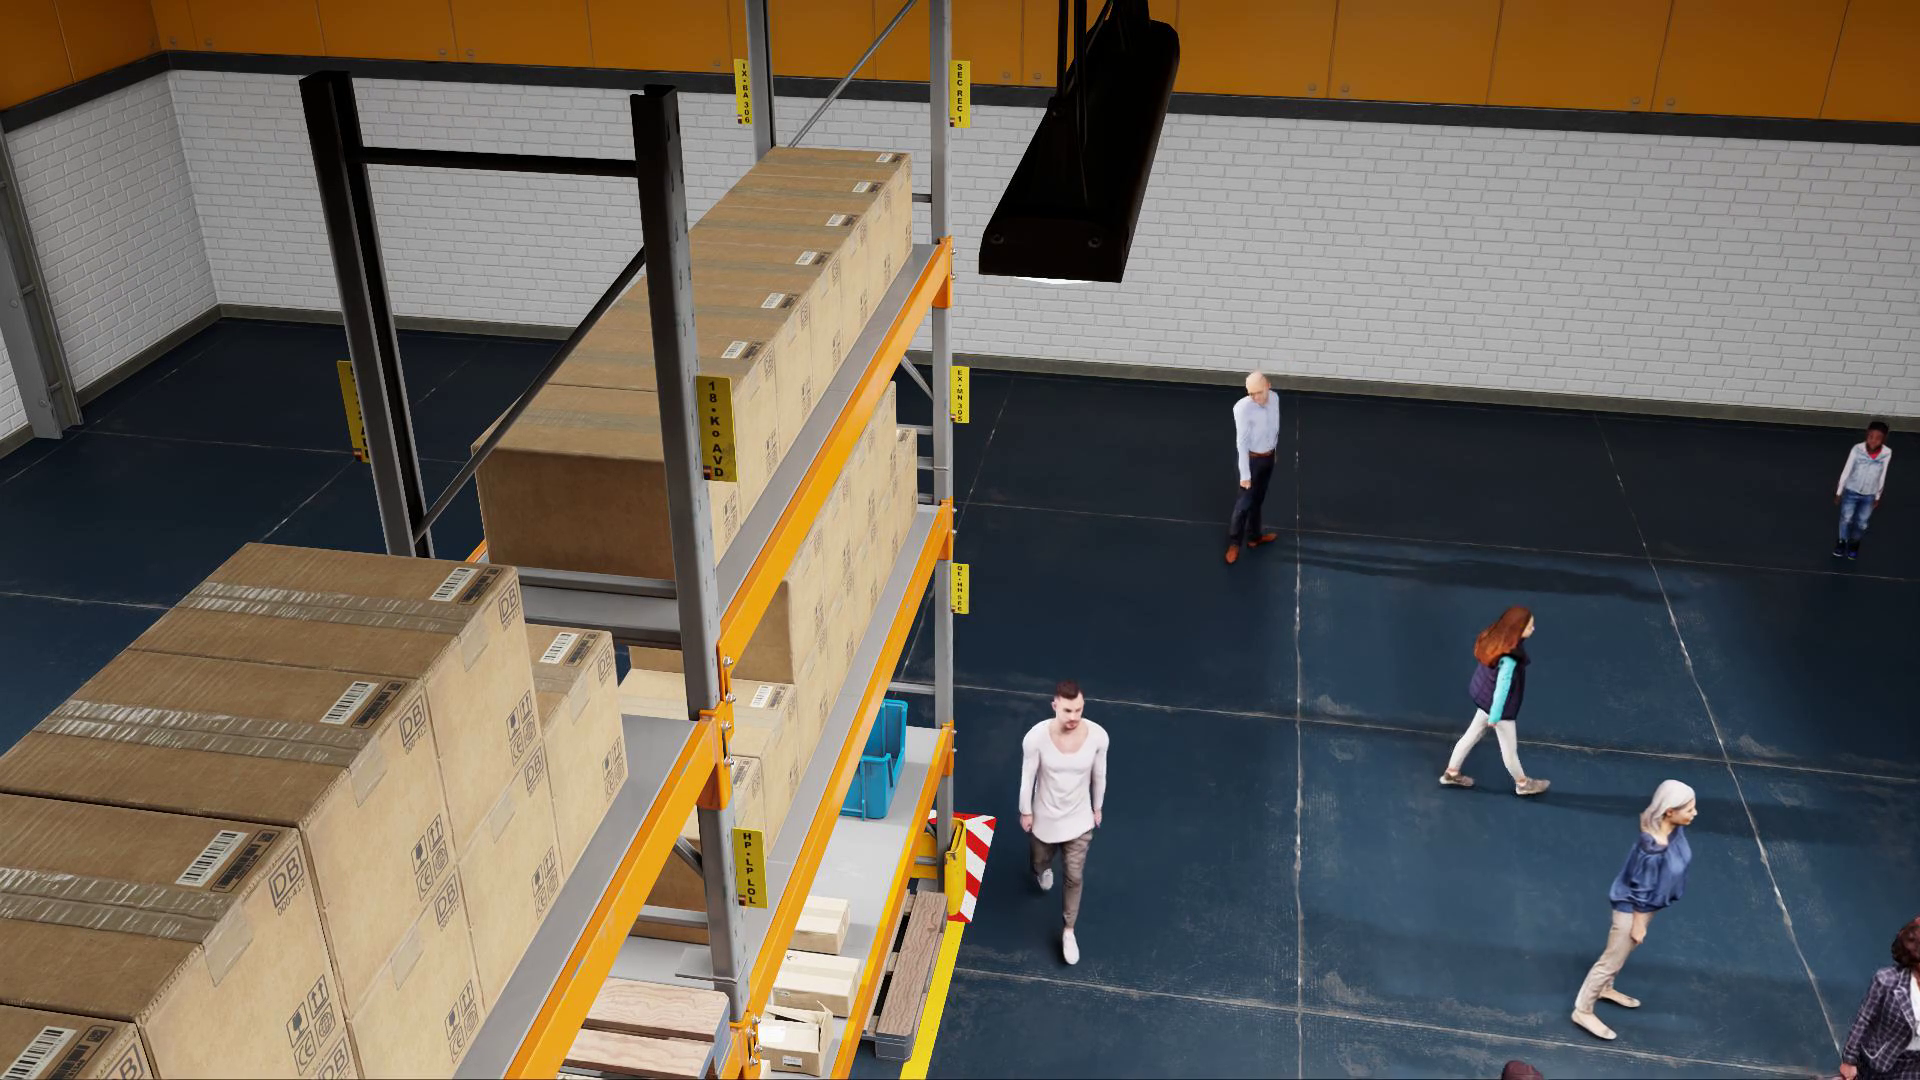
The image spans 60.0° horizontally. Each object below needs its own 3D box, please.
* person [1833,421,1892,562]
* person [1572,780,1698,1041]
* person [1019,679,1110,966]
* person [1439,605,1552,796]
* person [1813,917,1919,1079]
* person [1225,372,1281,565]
[{"bbox_3d":[7.703,-0.450,14.195,0.575,1.248,0.609,16,33,27],"label":"person"},{"bbox_3d":[3.743,2.018,9.209,0.787,1.690,0.689,22,35,34],"label":"person"},{"bbox_3d":[0.584,1.580,9.878,0.818,1.819,1.125,-1,29,-3],"label":"person"},{"bbox_3d":[3.532,1.080,11.166,0.645,1.462,0.874,4,29,7],"label":"person"},{"bbox_3d":[4.585,2.531,8.289,0.739,1.670,1.077,1,29,1],"label":"person"},{"bbox_3d":[2.528,-0.668,14.065,0.919,1.755,0.818,21,35,33],"label":"person"}]
